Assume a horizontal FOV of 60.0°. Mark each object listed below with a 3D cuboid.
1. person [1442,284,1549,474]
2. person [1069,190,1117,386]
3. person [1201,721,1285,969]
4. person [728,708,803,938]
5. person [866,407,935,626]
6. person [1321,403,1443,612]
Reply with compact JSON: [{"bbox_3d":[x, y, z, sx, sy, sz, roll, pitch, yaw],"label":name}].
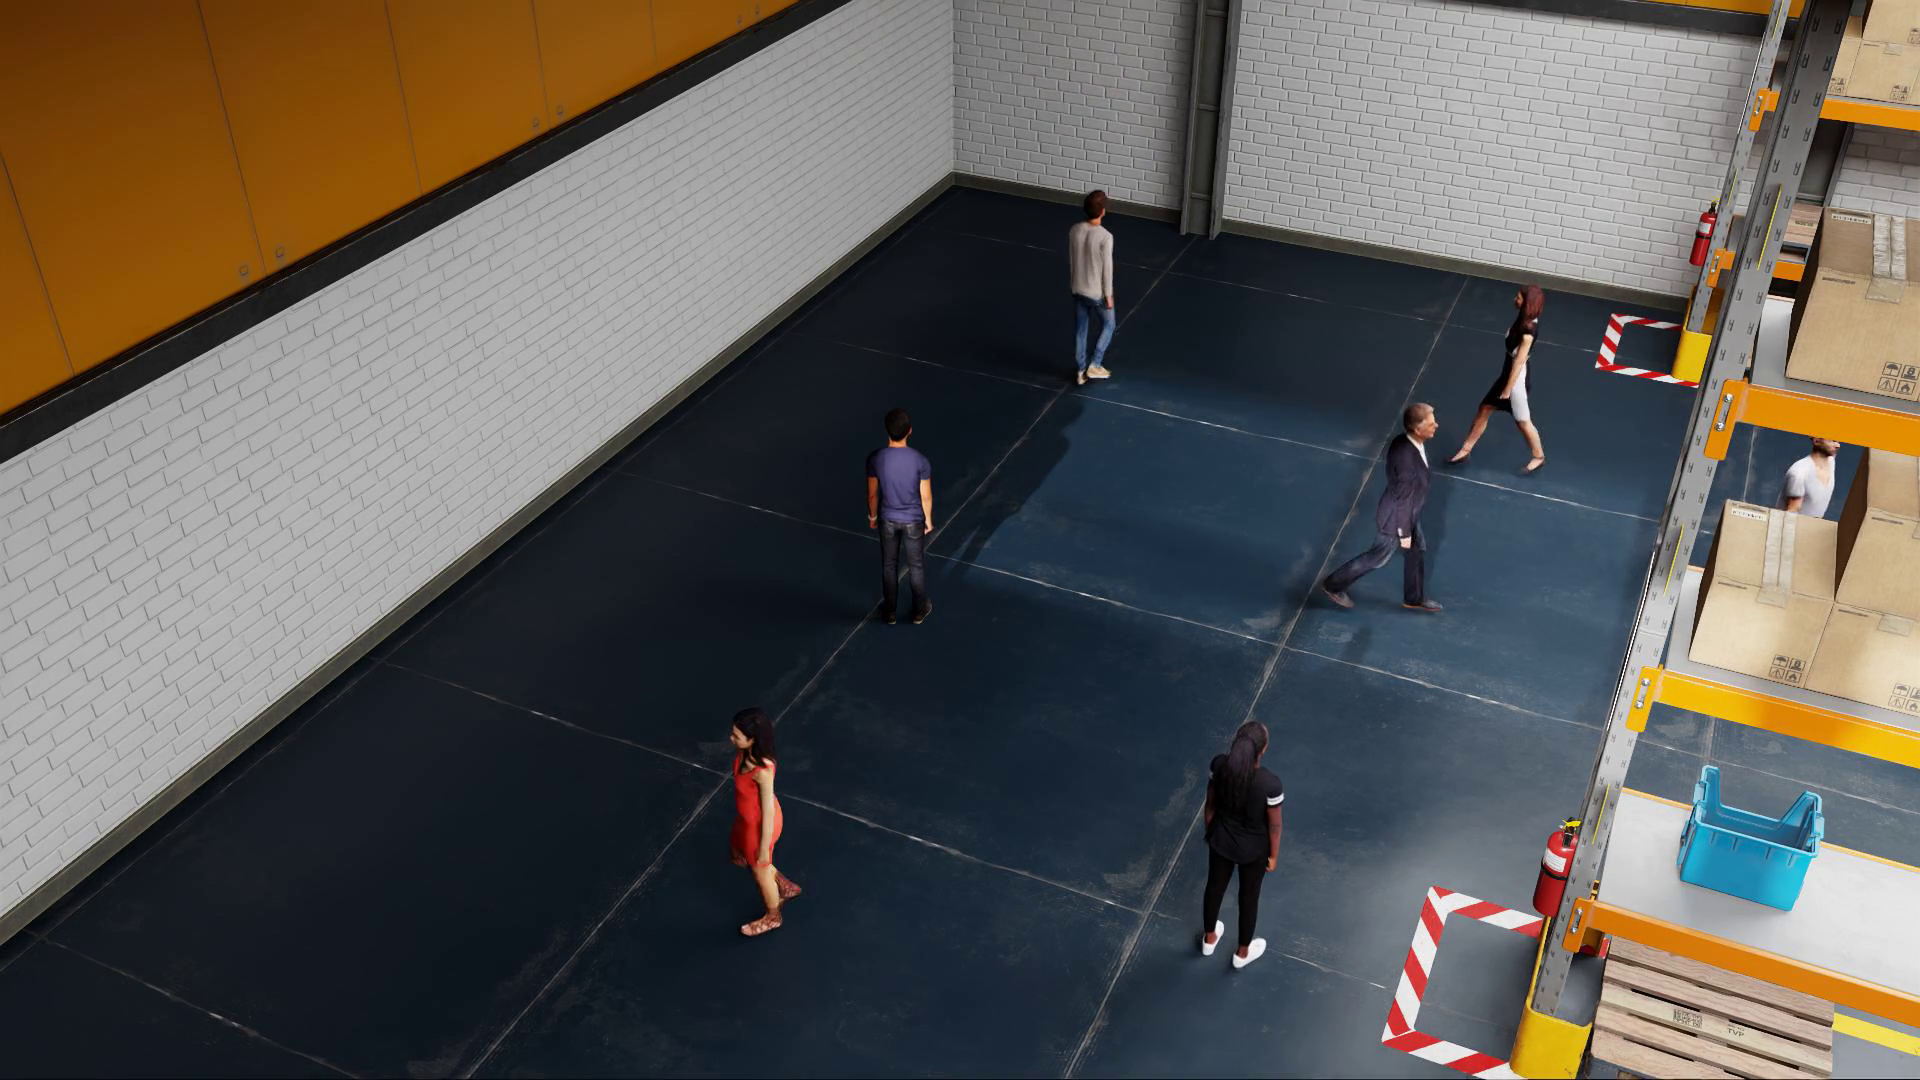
[{"bbox_3d":[4.756,-1.287,14.019,1.154,1.748,0.786,7,34,10],"label":"person"},{"bbox_3d":[1.168,-2.284,15.385,0.639,1.895,0.799,24,40,31],"label":"person"},{"bbox_3d":[1.597,1.727,9.500,0.542,1.730,0.702,20,39,28],"label":"person"},{"bbox_3d":[-1.089,1.626,9.672,0.816,1.709,0.753,-13,36,-19],"label":"person"},{"bbox_3d":[-0.441,-0.158,12.280,0.604,1.793,0.767,2,34,3],"label":"person"},{"bbox_3d":[3.175,-0.218,12.374,1.192,1.789,0.821,10,35,14],"label":"person"}]
